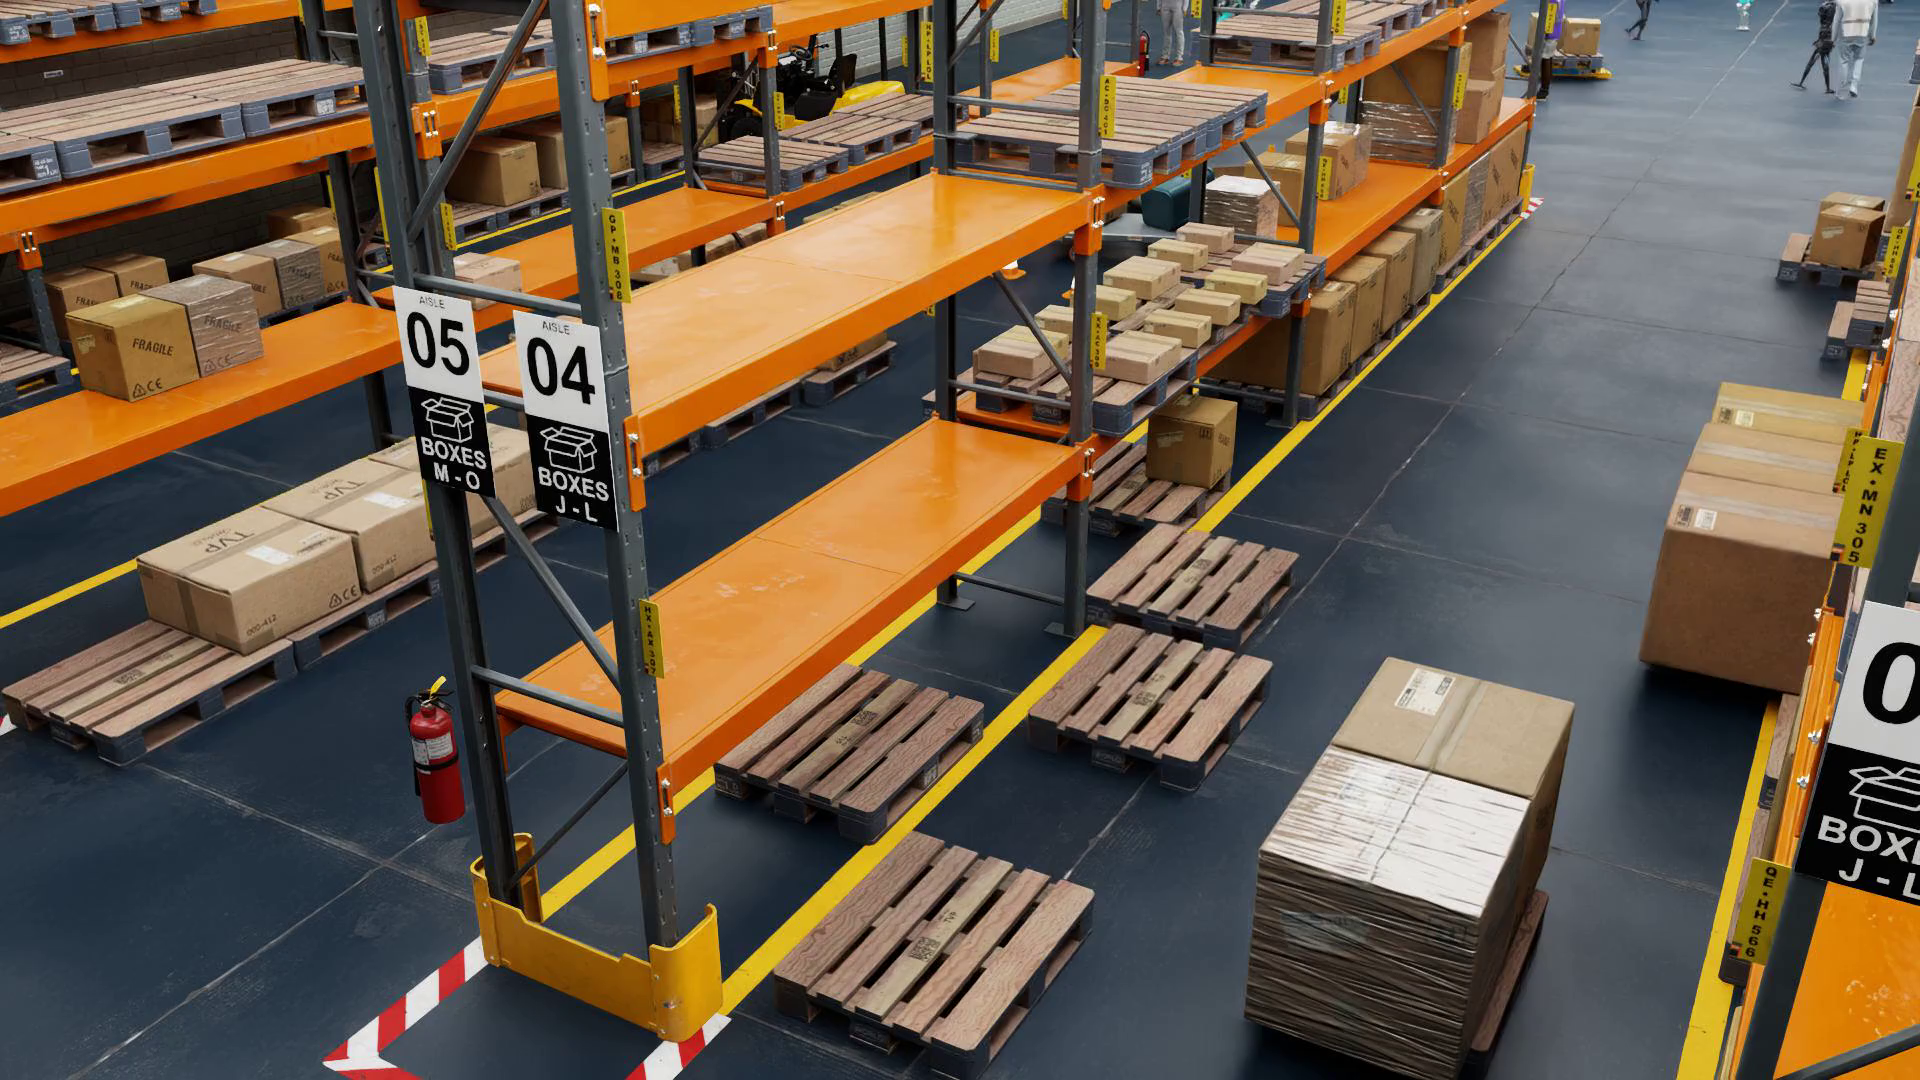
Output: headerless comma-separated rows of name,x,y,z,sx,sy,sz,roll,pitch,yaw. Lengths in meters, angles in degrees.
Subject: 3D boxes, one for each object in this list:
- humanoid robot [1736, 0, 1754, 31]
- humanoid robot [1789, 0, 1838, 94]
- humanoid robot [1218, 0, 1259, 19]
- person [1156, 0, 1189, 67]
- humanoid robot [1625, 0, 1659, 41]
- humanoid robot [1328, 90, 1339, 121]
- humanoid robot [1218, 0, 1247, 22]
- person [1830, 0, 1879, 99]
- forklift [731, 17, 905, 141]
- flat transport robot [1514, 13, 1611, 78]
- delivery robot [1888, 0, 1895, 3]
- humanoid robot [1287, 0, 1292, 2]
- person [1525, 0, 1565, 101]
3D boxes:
humanoid robot,15.016,-10.505,31.581,0.737,1.873,0.540,3,26,5
humanoid robot,13.534,-7.864,26.088,0.654,1.640,0.599,10,27,20
humanoid robot,5.389,-10.679,31.830,0.550,1.703,1.011,-23,34,-39
person,3.605,-9.041,28.222,0.628,1.934,0.369,19,32,34
humanoid robot,12.634,-10.049,30.606,0.602,1.645,0.376,-21,33,-36
humanoid robot,5.436,-6.906,24.065,0.351,1.644,0.600,5,26,10
humanoid robot,4.512,-8.968,28.315,0.883,1.783,0.557,-21,33,-37
person,13.702,-7.729,25.546,0.653,1.891,0.443,5,26,11
forklift,-1.819,-5.975,21.543,2.313,2.155,1.214,14,29,26
flat transport robot,9.989,-7.819,27.590,1.431,0.231,0.659,2,26,5
delivery robot,19.475,-11.660,35.247,0.783,0.601,0.499,-16,30,-29
humanoid robot,6.243,-9.903,30.272,0.530,1.803,0.802,-3,26,-7
person,9.001,-7.733,25.455,0.367,1.966,0.603,14,29,26
